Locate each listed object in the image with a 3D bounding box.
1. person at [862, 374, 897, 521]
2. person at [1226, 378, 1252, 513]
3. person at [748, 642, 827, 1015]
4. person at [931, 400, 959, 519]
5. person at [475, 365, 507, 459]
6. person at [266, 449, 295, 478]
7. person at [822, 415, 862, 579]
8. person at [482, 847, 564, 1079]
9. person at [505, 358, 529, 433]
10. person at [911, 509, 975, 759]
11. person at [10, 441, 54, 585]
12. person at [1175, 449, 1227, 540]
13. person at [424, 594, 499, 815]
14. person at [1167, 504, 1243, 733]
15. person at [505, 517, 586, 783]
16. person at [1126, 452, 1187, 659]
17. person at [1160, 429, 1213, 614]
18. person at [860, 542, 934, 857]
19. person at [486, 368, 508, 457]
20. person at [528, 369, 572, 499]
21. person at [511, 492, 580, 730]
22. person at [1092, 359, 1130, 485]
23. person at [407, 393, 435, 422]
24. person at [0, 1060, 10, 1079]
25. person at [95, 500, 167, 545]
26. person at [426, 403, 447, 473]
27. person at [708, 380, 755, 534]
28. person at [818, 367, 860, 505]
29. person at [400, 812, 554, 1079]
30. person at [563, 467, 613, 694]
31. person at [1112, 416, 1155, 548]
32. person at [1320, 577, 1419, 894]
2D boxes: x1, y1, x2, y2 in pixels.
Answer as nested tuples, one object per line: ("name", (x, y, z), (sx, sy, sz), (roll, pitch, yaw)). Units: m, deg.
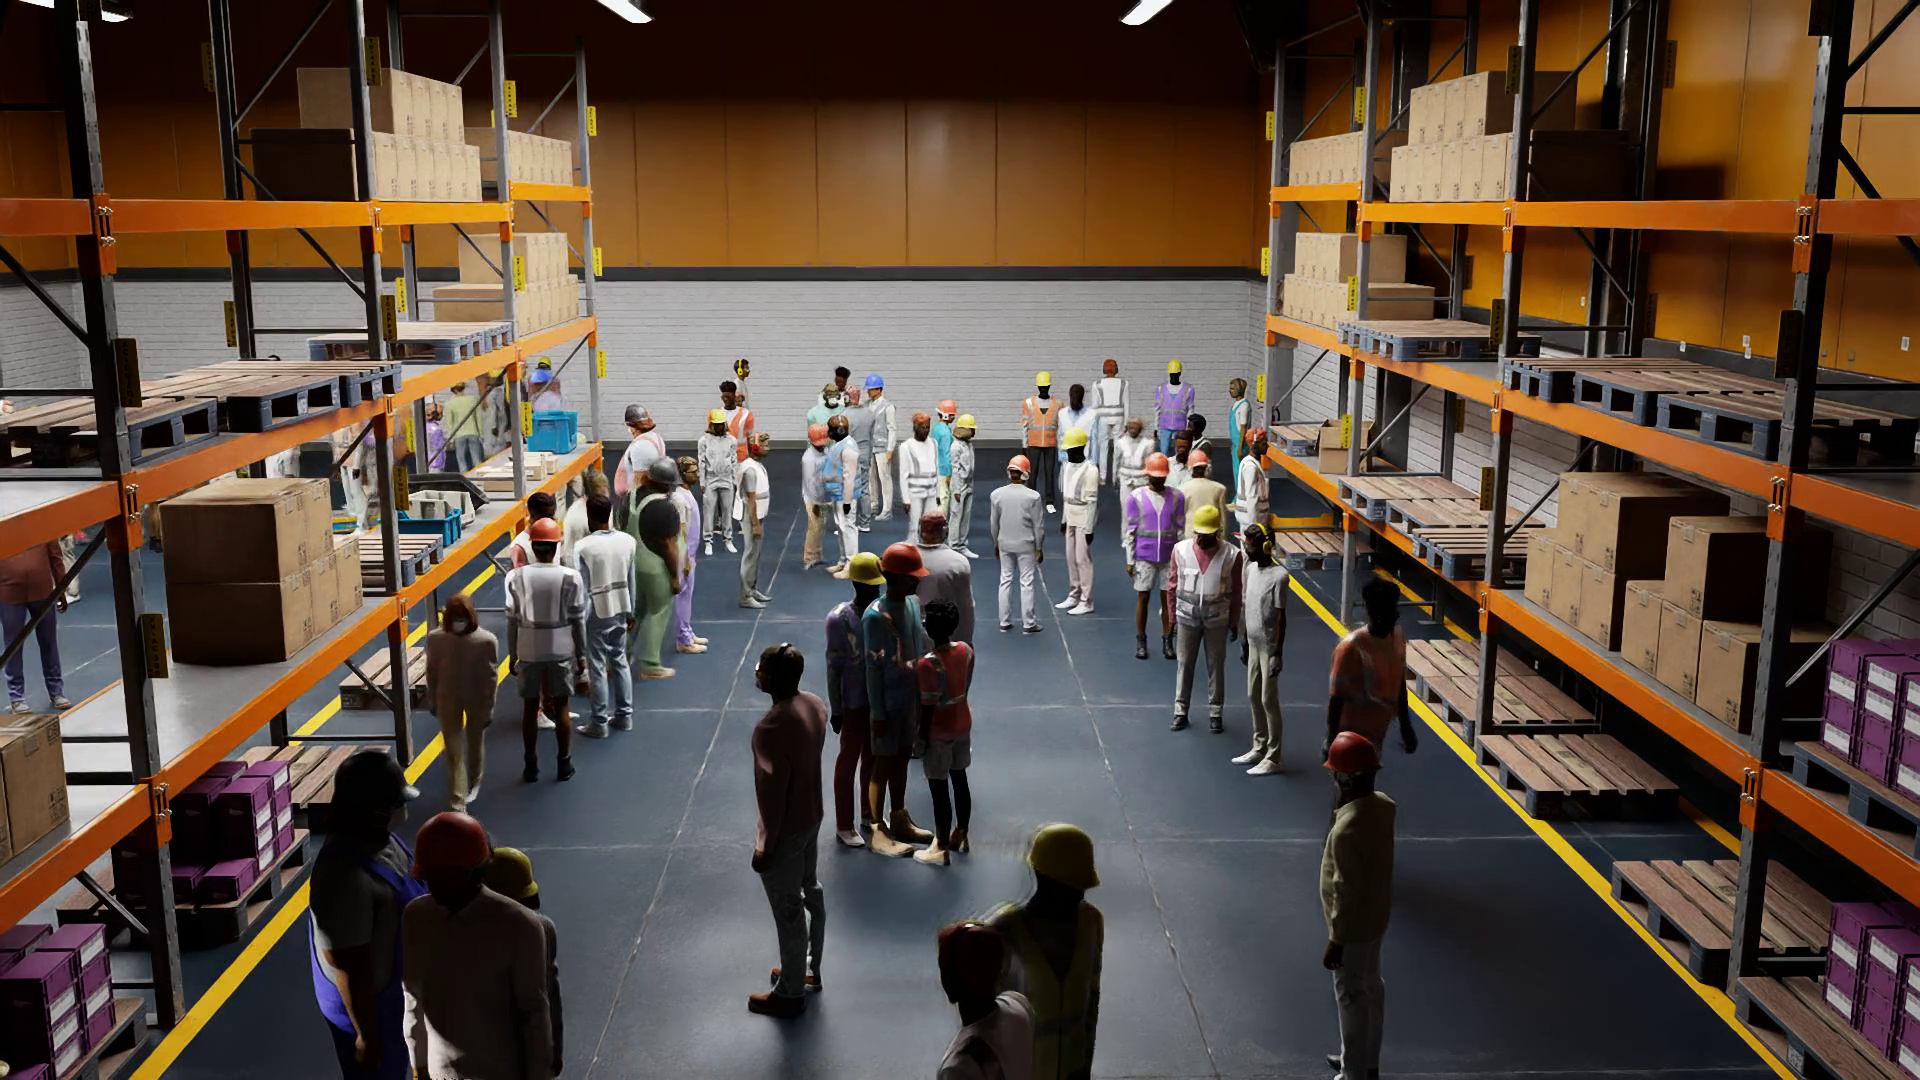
("person", (-1.102, -1.223, 22.006), (0.405, 1.943, 0.615), (-11, 15, -43))
("person", (3.794, -1.290, 22.630), (0.341, 1.839, 0.501), (0, 11, 1))
("person", (-0.890, 1.467, 8.534), (0.371, 1.940, 0.630), (4, 12, 17))
("person", (-0.185, -0.894, 20.873), (0.348, 1.740, 0.575), (-3, 12, -14))
("person", (-7.641, -2.353, 27.432), (0.535, 2.000, 0.684), (4, 12, 19))
("person", (-7.427, -0.393, 18.194), (0.610, 1.832, 0.336), (7, 13, 32))
("person", (-1.323, -0.490, 18.624), (0.430, 1.837, 0.629), (-3, 12, -17))
("person", (-1.722, 2.001, 6.374), (0.486, 1.738, 0.321), (-10, 15, -42))
("person", (-6.369, -1.706, 24.356), (0.537, 1.977, 0.623), (-8, 14, -34))
("person", (-0.184, 0.713, 12.413), (0.639, 1.903, 0.409), (3, 12, 17))
("person", (-9.956, -0.353, 17.842), (0.862, 1.870, 0.646), (2, 11, 11))
("person", (2.358, -0.036, 16.567), (0.599, 1.738, 0.440), (-3, 12, -15))
("person", (-3.361, 1.108, 11.252), (0.498, 1.562, 0.879), (-2, 11, -10))
("person", (1.914, 0.614, 13.100), (0.586, 1.825, 0.403), (3, 12, 14))
("person", (-2.970, 0.793, 11.962), (0.552, 1.924, 0.396), (-2, 12, -11))
("person", (1.794, 0.146, 15.198), (0.549, 1.927, 0.393), (-1, 11, -3))
("person", (2.261, -0.181, 16.873), (0.590, 1.912, 0.388), (4, 12, 18))
("person", (-0.383, 1.007, 10.605), (0.406, 2.036, 0.606), (6, 13, 26))
("person", (-6.975, -1.748, 25.150), (0.311, 1.741, 0.510), (-1, 11, -7))
("person", (-5.694, -1.425, 23.078), (0.614, 1.923, 0.775), (9, 14, 38))
("person", (-3.327, 0.554, 13.202), (0.405, 1.909, 0.595), (3, 12, 16))
("person", (2.249, -1.761, 24.855), (0.572, 1.885, 0.358), (0, 11, 0))
("person", (-8.144, -1.798, 25.161), (0.388, 1.837, 0.563), (5, 12, 25))
("person", (-2.940, 2.277, 4.962), (0.324, 1.742, 0.492), (-8, 14, -34))
("person", (-10.090, -0.911, 20.333), (1.060, 1.981, 0.637), (-10, 15, -41))
("person", (-6.767, -0.953, 21.449), (0.318, 1.631, 0.524), (-8, 14, -35))
("person", (-2.896, -1.046, 21.062), (0.608, 1.965, 0.369), (1, 11, 3))
("person", (-1.735, -1.471, 23.301), (0.682, 1.926, 0.679), (4, 12, 21))
("person", (-1.779, 1.934, 6.090), (0.637, 1.986, 0.414), (4, 12, 18))
("person", (-3.160, 0.314, 14.356), (0.407, 1.933, 0.637), (3, 12, 17))
("person", (2.124, -0.708, 20.236), (0.562, 1.619, 0.412), (3, 12, 15))
("person", (2.507, 1.157, 10.188), (0.646, 1.917, 0.777), (-11, 15, -43))
